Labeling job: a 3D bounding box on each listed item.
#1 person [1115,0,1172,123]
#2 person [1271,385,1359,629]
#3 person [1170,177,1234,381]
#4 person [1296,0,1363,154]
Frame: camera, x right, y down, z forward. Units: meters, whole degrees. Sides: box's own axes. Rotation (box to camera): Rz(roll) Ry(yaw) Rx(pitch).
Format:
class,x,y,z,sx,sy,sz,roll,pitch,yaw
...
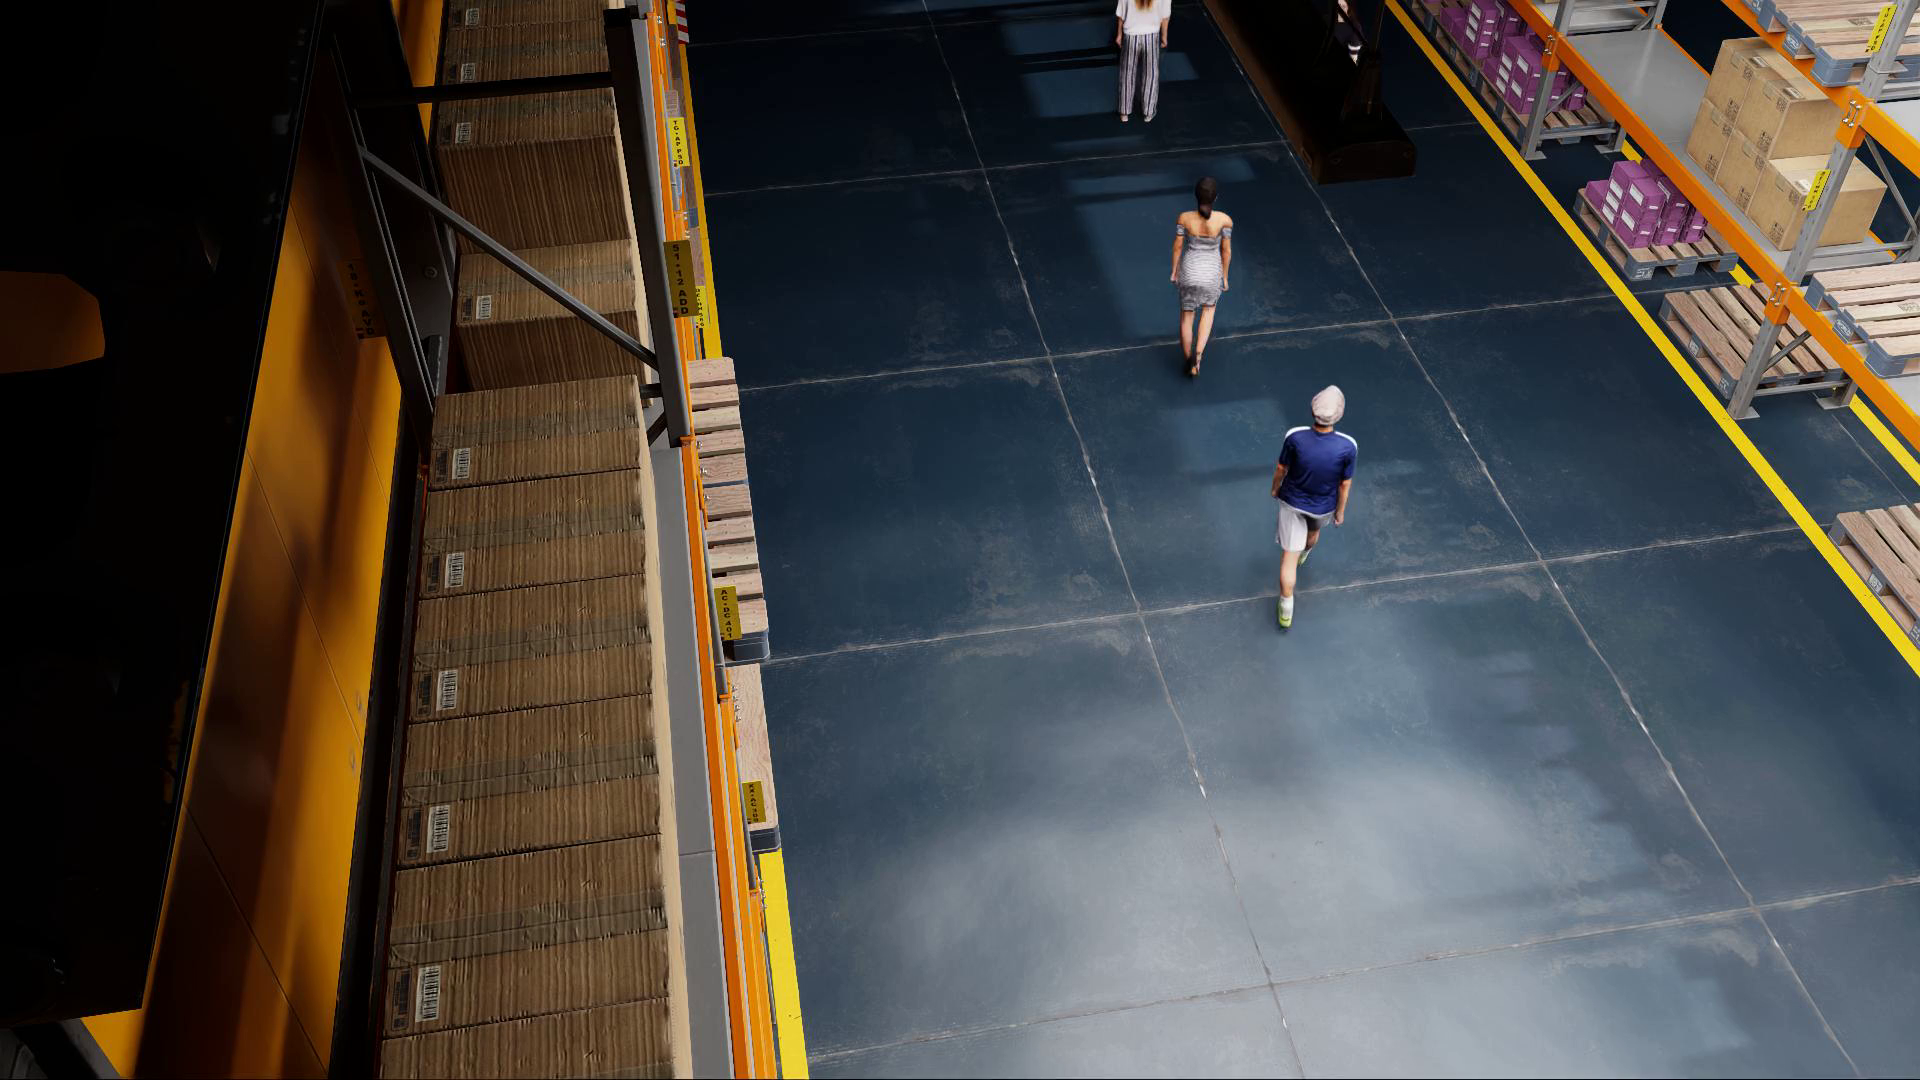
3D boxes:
class,x,y,z,sx,sy,sz,roll,pitch,yaw
person,1.751,-4.866,16.106,0.761,1.679,0.738,5,44,5
person,2.317,-0.194,11.121,0.922,1.790,1.244,7,44,7
person,1.861,-1.971,12.970,0.727,1.814,0.767,7,44,7
person,3.558,-4.487,15.753,0.873,1.618,0.937,24,49,23
